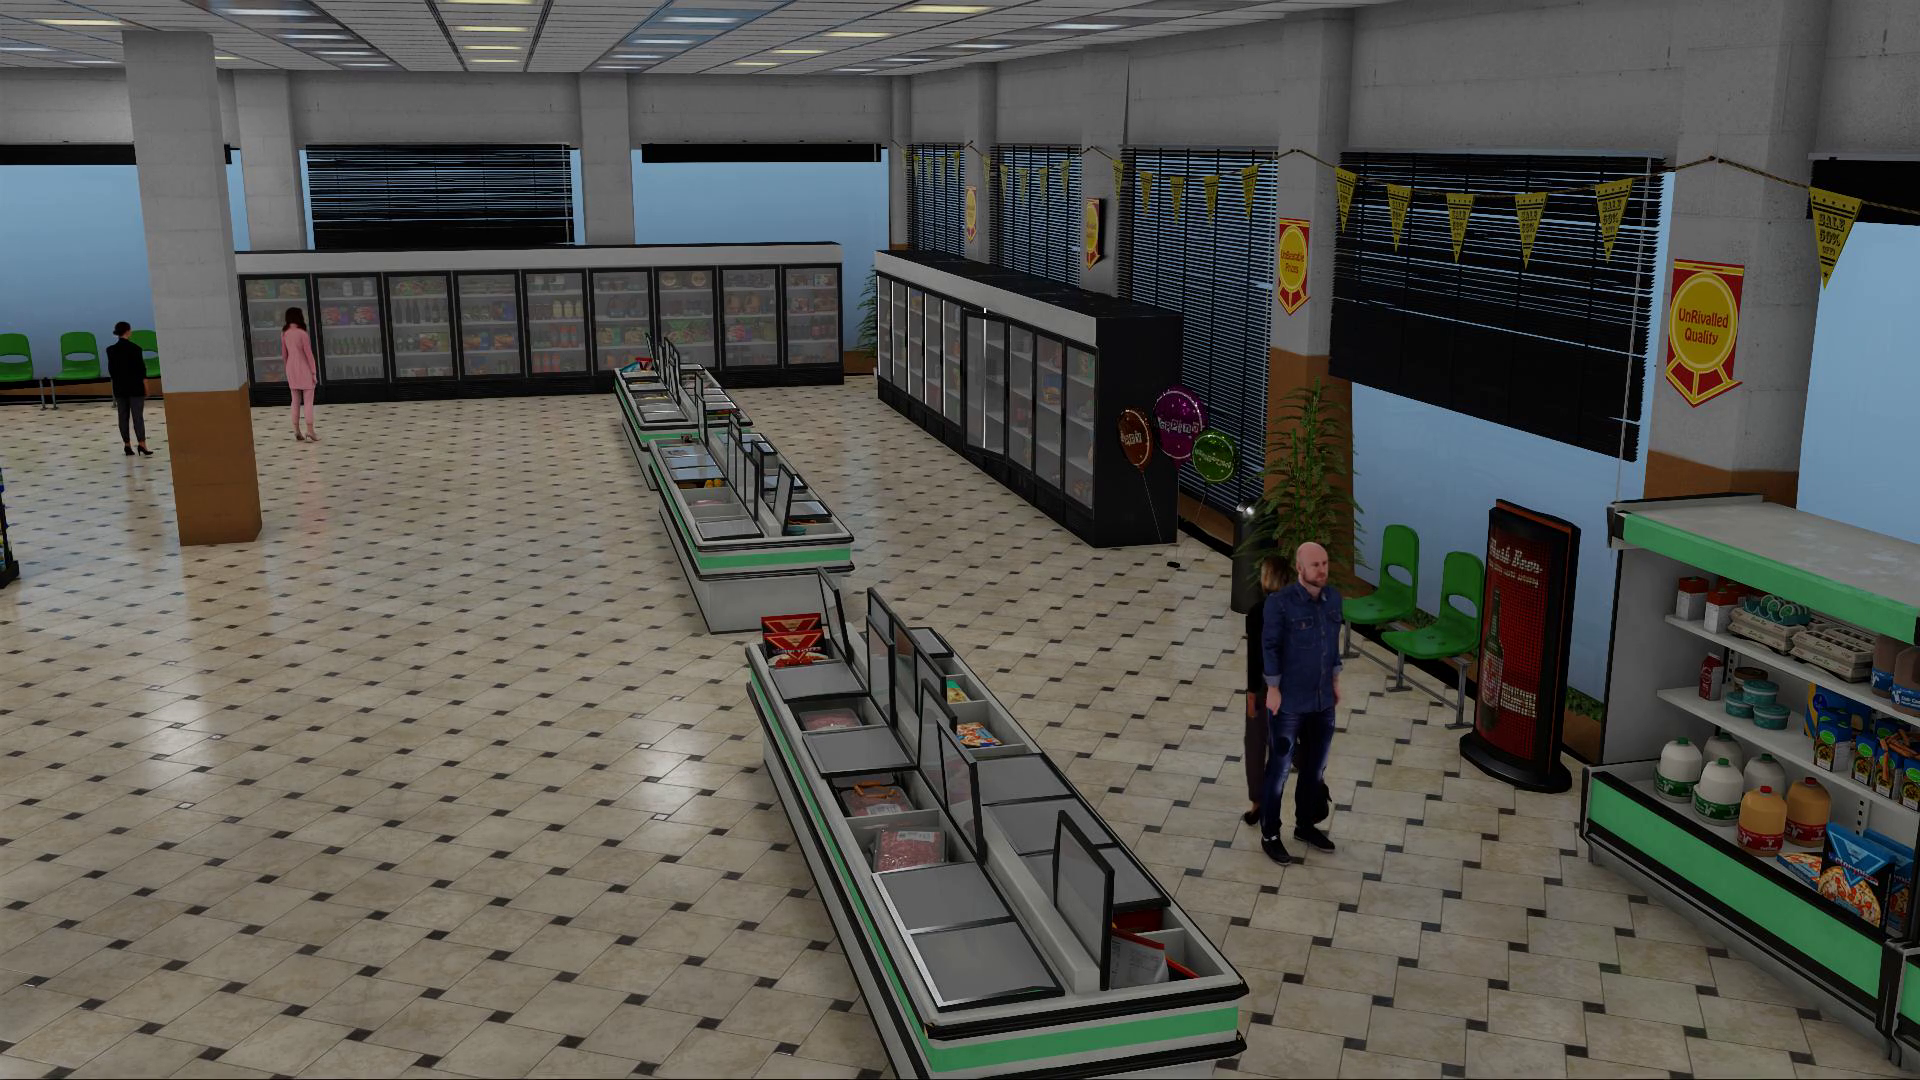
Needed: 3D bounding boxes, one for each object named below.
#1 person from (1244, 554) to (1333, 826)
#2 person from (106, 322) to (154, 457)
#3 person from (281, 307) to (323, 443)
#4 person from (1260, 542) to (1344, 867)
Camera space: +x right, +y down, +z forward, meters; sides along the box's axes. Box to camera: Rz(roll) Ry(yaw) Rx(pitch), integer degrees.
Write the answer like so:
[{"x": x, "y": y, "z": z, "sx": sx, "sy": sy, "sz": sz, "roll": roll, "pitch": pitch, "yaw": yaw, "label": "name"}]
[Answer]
[{"x": 1.888, "y": 0.932, "z": 9.648, "sx": 0.735, "sy": 1.649, "sz": 0.924, "roll": -8, "pitch": 16, "yaw": -29, "label": "person"}, {"x": -10.656, "y": -1.935, "z": 21.315, "sx": 0.713, "sy": 1.721, "sz": 0.691, "roll": 1, "pitch": 14, "yaw": 5, "label": "person"}, {"x": -8.865, "y": -2.221, "z": 22.320, "sx": 0.687, "sy": 1.803, "sz": 0.686, "roll": 4, "pitch": 14, "yaw": 14, "label": "person"}, {"x": 1.936, "y": 0.900, "z": 9.407, "sx": 0.771, "sy": 1.826, "sz": 0.684, "roll": -8, "pitch": 16, "yaw": -28, "label": "person"}]
